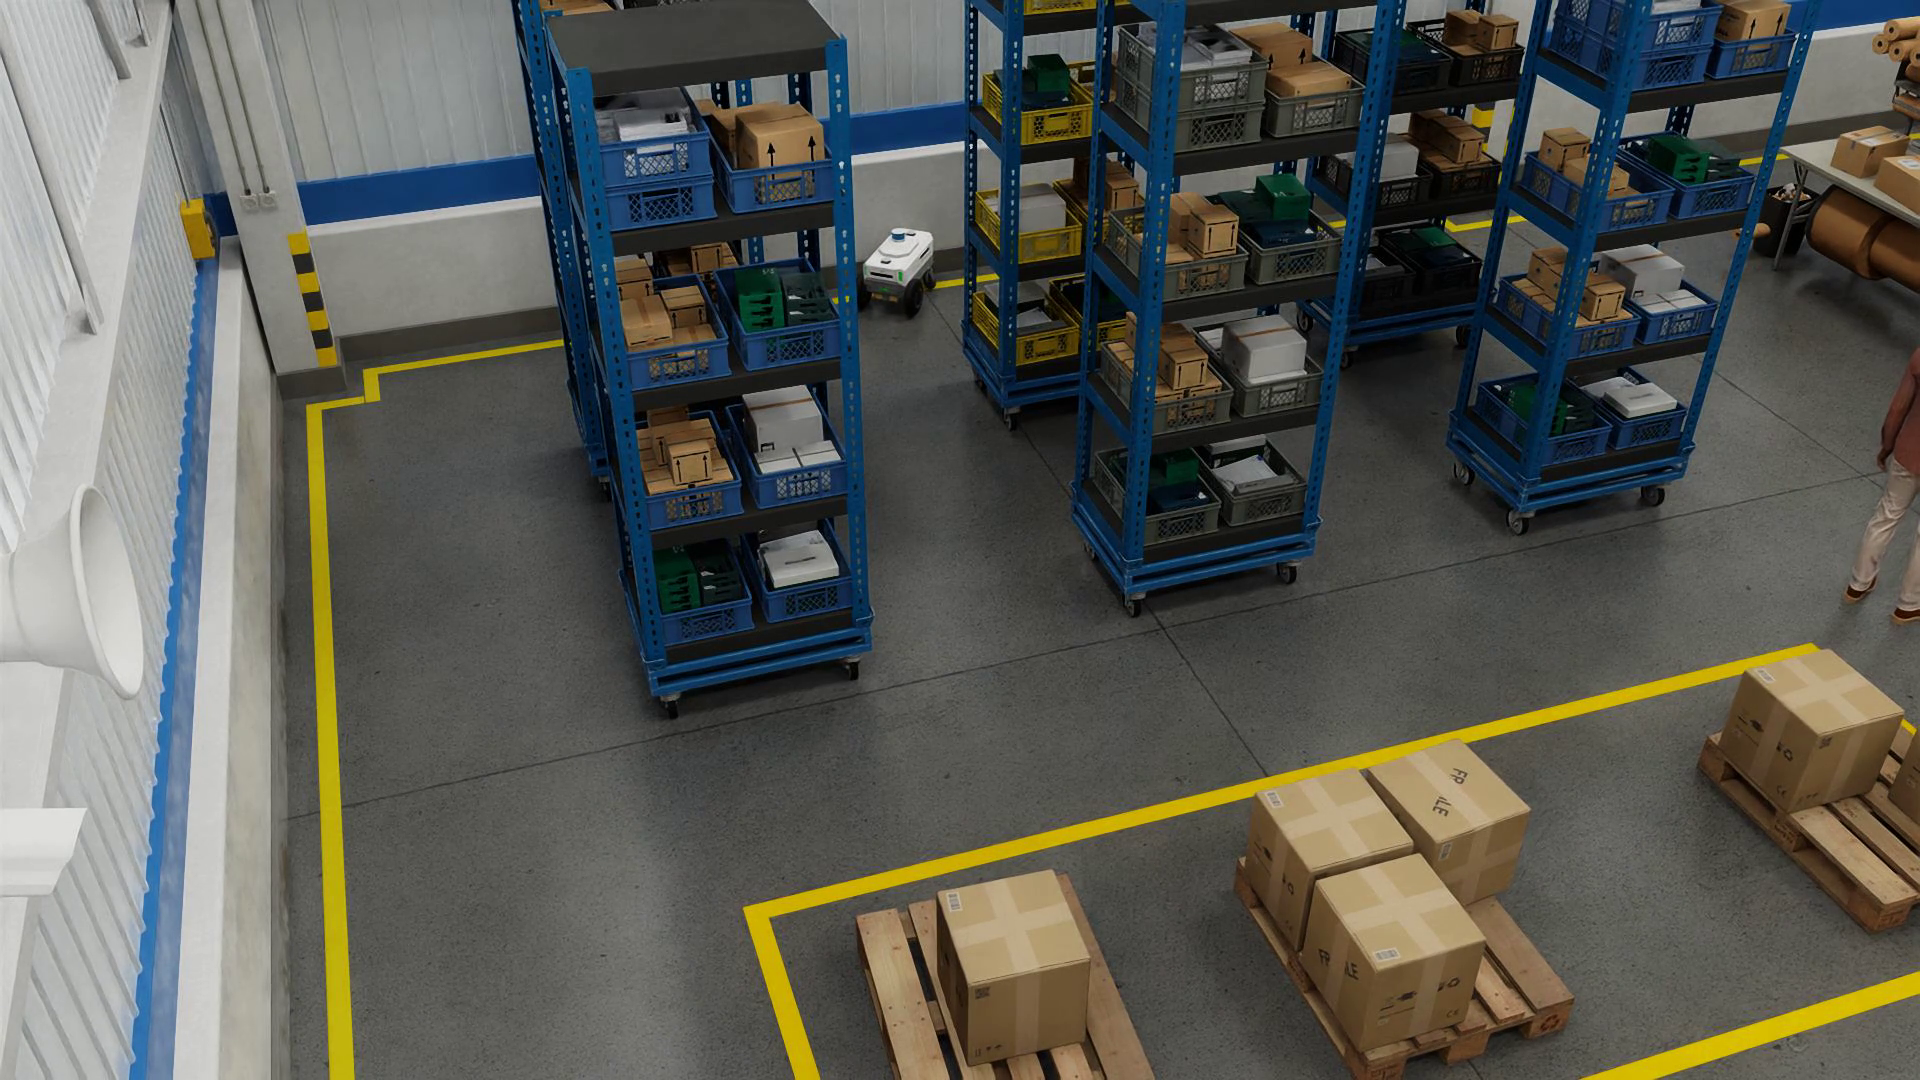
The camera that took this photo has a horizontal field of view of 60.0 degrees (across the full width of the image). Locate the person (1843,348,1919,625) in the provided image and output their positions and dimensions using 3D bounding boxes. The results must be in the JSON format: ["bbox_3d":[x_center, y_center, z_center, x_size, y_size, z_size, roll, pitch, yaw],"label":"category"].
[{"bbox_3d":[5.388,-0.447,9.180,0.391,1.995,0.613,-25,42,-31],"label":"person"}]

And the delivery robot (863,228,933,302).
[{"bbox_3d":[-0.468,-2.151,12.759,0.477,0.478,0.707,12,37,16],"label":"delivery robot"}]
